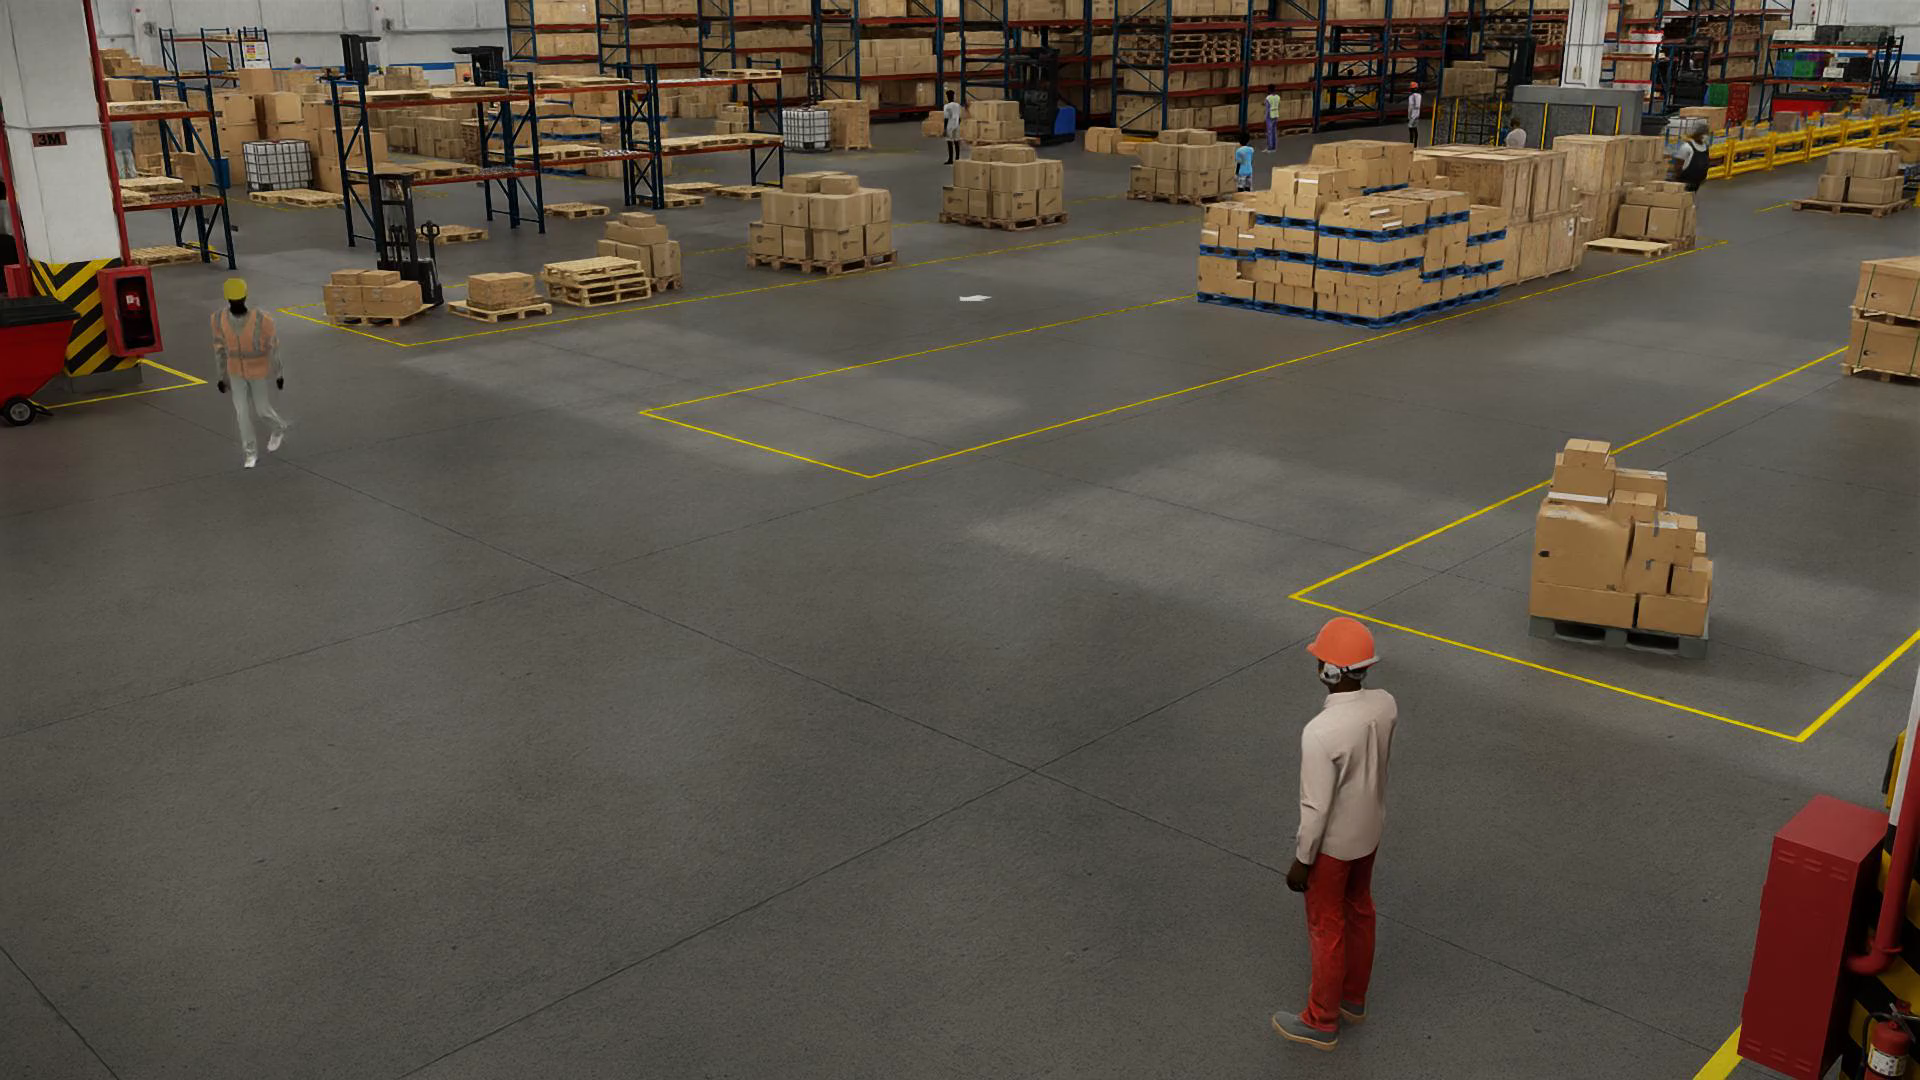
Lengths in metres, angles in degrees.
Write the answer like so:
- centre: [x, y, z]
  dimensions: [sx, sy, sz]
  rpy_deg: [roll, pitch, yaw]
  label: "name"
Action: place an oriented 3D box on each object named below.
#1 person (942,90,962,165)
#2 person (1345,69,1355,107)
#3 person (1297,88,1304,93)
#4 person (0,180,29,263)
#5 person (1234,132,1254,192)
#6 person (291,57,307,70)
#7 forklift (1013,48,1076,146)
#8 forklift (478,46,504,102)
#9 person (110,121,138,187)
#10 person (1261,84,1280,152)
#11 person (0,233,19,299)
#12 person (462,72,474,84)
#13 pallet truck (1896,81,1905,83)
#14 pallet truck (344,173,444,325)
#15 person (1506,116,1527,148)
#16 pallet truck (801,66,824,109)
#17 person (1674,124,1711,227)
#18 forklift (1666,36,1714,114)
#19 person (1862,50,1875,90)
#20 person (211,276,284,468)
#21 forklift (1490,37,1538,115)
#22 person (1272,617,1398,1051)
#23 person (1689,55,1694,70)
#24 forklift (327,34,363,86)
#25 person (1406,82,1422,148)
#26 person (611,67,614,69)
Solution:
- centre: [-0.222, -10.973, 44.277]
  dimensions: [0.605, 1.962, 0.373]
  rpy_deg: [-17, 25, -41]
  label: "person"
- centre: [14.334, -16.435, 61.144]
  dimensions: [0.533, 1.698, 0.322]
  rpy_deg: [-17, 25, -41]
  label: "person"
- centre: [12.340, -16.276, 60.666]
  dimensions: [0.533, 1.698, 0.322]
  rpy_deg: [-17, 25, -41]
  label: "person"
- centre: [-13.943, -4.337, 24.425]
  dimensions: [0.521, 1.873, 0.334]
  rpy_deg: [-17, 25, -41]
  label: "person"
- centre: [5.876, -7.588, 34.491]
  dimensions: [0.533, 1.697, 0.322]
  rpy_deg: [-17, 25, -41]
  label: "person"
- centre: [-26.085, -18.099, 65.785]
  dimensions: [0.628, 1.940, 0.377]
  rpy_deg: [-17, 25, -41]
  label: "person"
- centre: [2.540, -13.370, 50.065]
  dimensions: [1.129, 2.768, 1.873]
  rpy_deg: [17, 25, 41]
  label: "forklift"
- centre: [-14.397, -13.832, 51.456]
  dimensions: [1.129, 2.768, 1.873]
  rpy_deg: [17, 25, 41]
  label: "forklift"
- centre: [-19.215, -8.916, 38.117]
  dimensions: [0.628, 1.940, 0.377]
  rpy_deg: [-17, 25, -41]
  label: "person"
- centre: [8.948, -12.115, 47.794]
  dimensions: [0.588, 1.915, 0.398]
  rpy_deg: [-17, 25, -41]
  label: "person"
- centre: [-11.855, -3.112, 20.549]
  dimensions: [0.611, 1.990, 0.392]
  rpy_deg: [-17, 25, -41]
  label: "person"
- centre: [-15.656, -13.896, 53.030]
  dimensions: [0.611, 1.996, 0.387]
  rpy_deg: [-17, 25, -41]
  label: "person"
- centre: [34.802, -16.331, 61.455]
  dimensions: [0.653, 1.274, 1.630]
  rpy_deg: [17, 25, 41]
  label: "pallet truck"
- centre: [-8.209, -4.181, 23.757]
  dimensions: [0.823, 1.965, 1.885]
  rpy_deg: [3, 19, 9]
  label: "pallet truck"
- centre: [11.850, -8.091, 35.638]
  dimensions: [0.628, 1.936, 0.377]
  rpy_deg: [-17, 25, -41]
  label: "person"
- centre: [-4.812, -15.182, 56.903]
  dimensions: [0.823, 1.965, 1.885]
  rpy_deg: [-9, 21, -26]
  label: "pallet truck"
- centre: [14.522, -7.319, 33.145]
  dimensions: [0.713, 2.000, 0.929]
  rpy_deg: [-7, 20, -20]
  label: "person"
- centre: [27.341, -17.291, 61.877]
  dimensions: [1.129, 2.768, 1.873]
  rpy_deg: [17, 25, 41]
  label: "forklift"
- centre: [42.253, -21.943, 77.423]
  dimensions: [0.640, 1.904, 0.401]
  rpy_deg: [-17, 25, -41]
  label: "person"
- centre: [-6.988, -1.682, 16.383]
  dimensions: [0.636, 1.899, 0.639]
  rpy_deg: [-1, 18, -4]
  label: "person"
- centre: [20.693, -16.982, 60.947]
  dimensions: [1.873, 2.768, 1.129]
  rpy_deg: [17, 25, 41]
  label: "forklift"
- centre: [1.643, 1.284, 7.295]
  dimensions: [0.611, 1.996, 0.387]
  rpy_deg: [-17, 25, -41]
  label: "person"
- centre: [31.765, -20.318, 72.644]
  dimensions: [0.589, 1.827, 0.404]
  rpy_deg: [-17, 25, -41]
  label: "person"
- centre: [-23.625, -18.244, 64.750]
  dimensions: [1.129, 2.768, 1.873]
  rpy_deg: [17, 25, 41]
  label: "forklift"
- centre: [13.216, -12.383, 48.574]
  dimensions: [0.544, 1.933, 0.376]
  rpy_deg: [-17, 25, -41]
  label: "person"
- centre: [-15.525, -20.763, 74.273]
  dimensions: [0.514, 1.642, 0.314]
  rpy_deg: [-17, 25, -41]
  label: "person"
